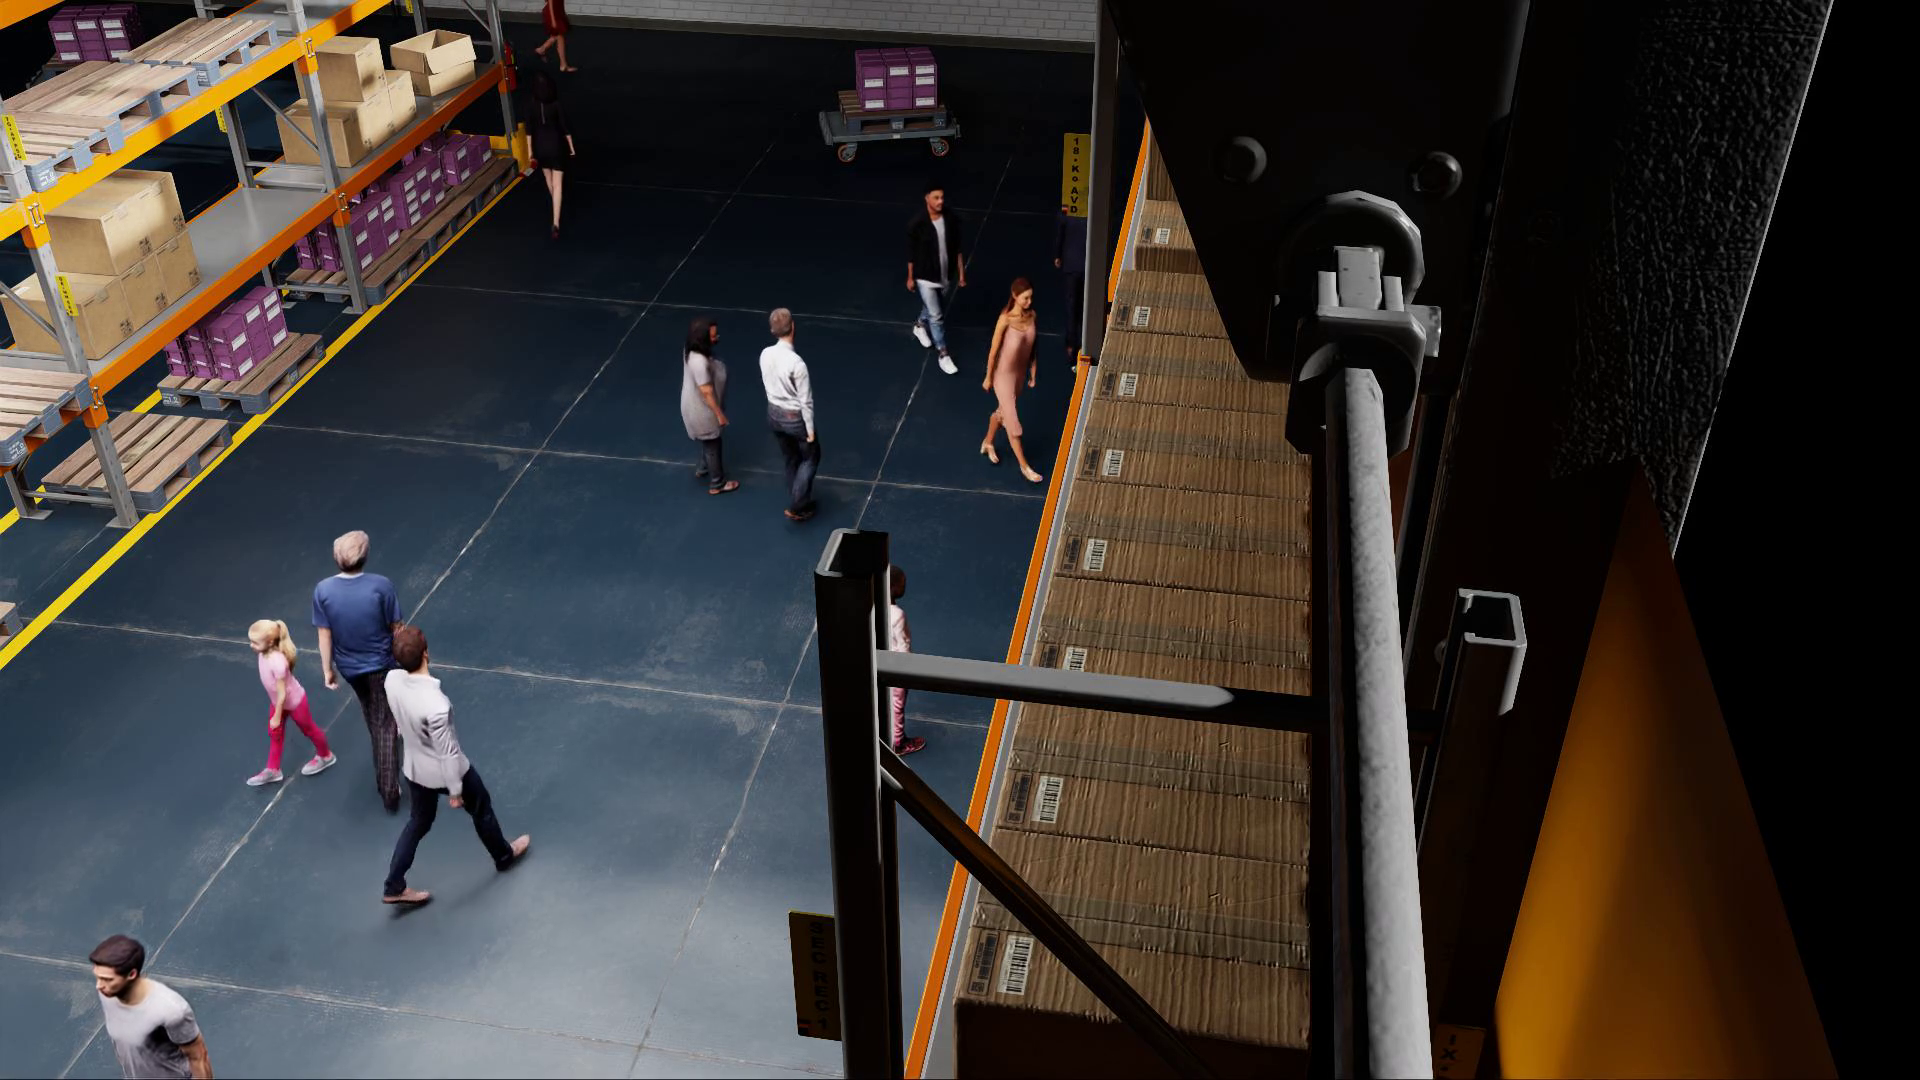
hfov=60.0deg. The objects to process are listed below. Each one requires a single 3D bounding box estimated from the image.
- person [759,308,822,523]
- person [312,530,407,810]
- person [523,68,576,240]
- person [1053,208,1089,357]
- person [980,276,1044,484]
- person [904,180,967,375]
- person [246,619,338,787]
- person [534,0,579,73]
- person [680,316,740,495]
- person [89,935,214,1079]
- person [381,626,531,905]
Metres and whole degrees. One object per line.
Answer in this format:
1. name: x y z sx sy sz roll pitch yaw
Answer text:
1. person: -1.391 -0.914 13.070 0.812 1.785 0.840 25 41 32
2. person: -3.712 0.861 10.367 0.838 1.821 1.103 -6 34 -9
3. person: -4.416 -4.098 17.891 0.750 1.750 1.146 0 34 0
4. person: 1.100 -2.536 15.600 0.655 1.686 1.103 5 34 8
5. person: 0.353 -1.350 13.782 1.059 1.723 1.056 -25 41 -32
6. person: -0.282 -2.522 15.503 1.170 1.769 1.278 -18 37 -24
7. person: -4.253 0.997 10.675 0.723 1.254 0.850 28 43 35
8. person: -5.602 -7.163 22.695 0.646 1.537 0.796 2 34 3
9. person: -2.114 -1.088 13.501 0.829 1.597 0.733 -13 36 -19
10. person: -3.699 2.541 7.802 0.712 1.862 0.607 12 36 18
11. person: -3.125 1.356 9.634 0.994 1.807 1.263 23 40 31
